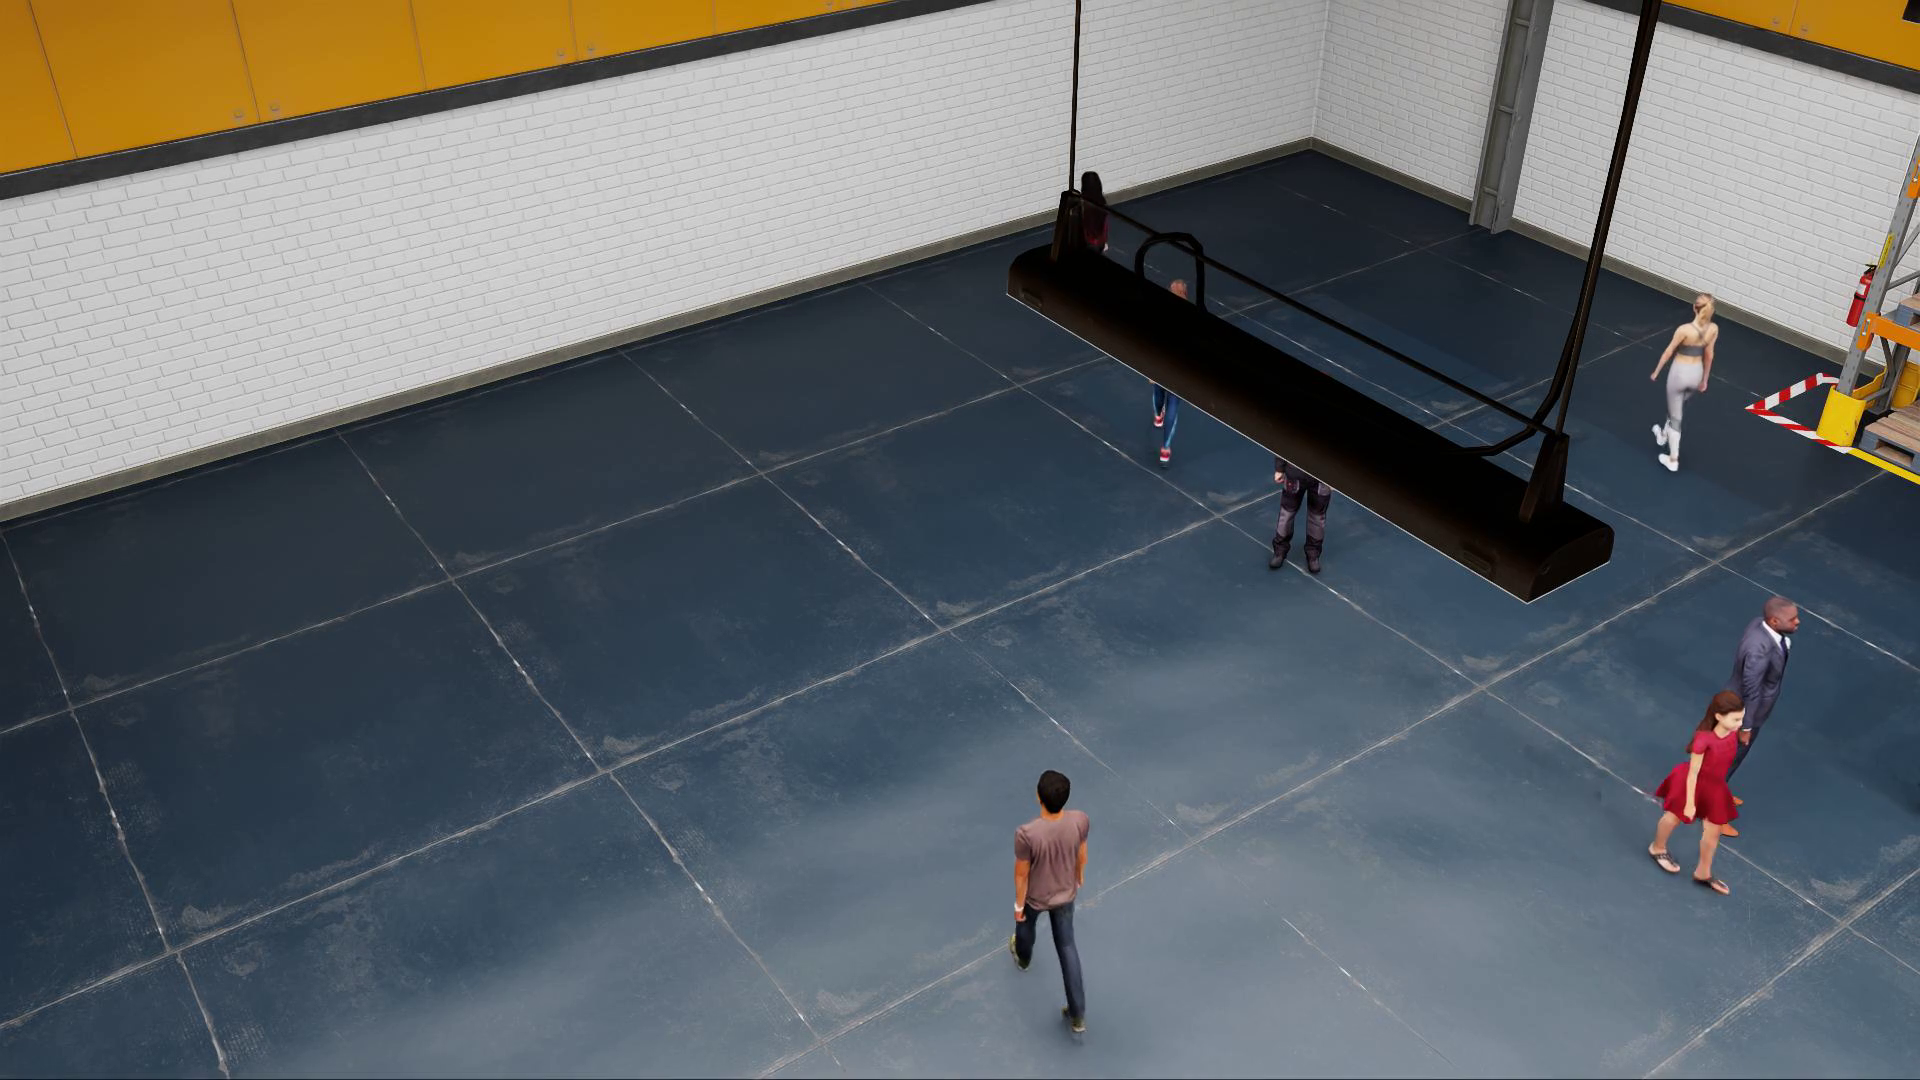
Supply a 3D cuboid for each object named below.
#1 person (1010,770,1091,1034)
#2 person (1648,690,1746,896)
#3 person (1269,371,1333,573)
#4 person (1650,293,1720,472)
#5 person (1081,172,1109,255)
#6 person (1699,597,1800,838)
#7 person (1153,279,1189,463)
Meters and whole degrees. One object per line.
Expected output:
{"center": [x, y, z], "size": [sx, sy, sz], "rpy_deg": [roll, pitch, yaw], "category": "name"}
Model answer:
{"center": [0.572, 2.145, 9.796], "size": [0.870, 1.737, 1.209], "rpy_deg": [-10, 35, -15], "category": "person"}
{"center": [4.774, 1.556, 10.867], "size": [0.630, 1.533, 0.843], "rpy_deg": [-15, 37, -22], "category": "person"}
{"center": [2.901, -0.571, 13.791], "size": [0.781, 1.839, 0.847], "rpy_deg": [6, 34, 9], "category": "person"}
{"center": [6.654, -1.408, 15.197], "size": [0.843, 1.676, 1.022], "rpy_deg": [-5, 34, -7], "category": "person"}
{"center": [1.484, -3.094, 17.795], "size": [1.128, 1.608, 0.795], "rpy_deg": [24, 40, 31], "category": "person"}
{"center": [5.302, 1.139, 11.232], "size": [0.774, 1.824, 0.785], "rpy_deg": [17, 37, 23], "category": "person"}
{"center": [1.961, -1.536, 15.401], "size": [1.108, 1.663, 1.188], "rpy_deg": [5, 34, 7], "category": "person"}
